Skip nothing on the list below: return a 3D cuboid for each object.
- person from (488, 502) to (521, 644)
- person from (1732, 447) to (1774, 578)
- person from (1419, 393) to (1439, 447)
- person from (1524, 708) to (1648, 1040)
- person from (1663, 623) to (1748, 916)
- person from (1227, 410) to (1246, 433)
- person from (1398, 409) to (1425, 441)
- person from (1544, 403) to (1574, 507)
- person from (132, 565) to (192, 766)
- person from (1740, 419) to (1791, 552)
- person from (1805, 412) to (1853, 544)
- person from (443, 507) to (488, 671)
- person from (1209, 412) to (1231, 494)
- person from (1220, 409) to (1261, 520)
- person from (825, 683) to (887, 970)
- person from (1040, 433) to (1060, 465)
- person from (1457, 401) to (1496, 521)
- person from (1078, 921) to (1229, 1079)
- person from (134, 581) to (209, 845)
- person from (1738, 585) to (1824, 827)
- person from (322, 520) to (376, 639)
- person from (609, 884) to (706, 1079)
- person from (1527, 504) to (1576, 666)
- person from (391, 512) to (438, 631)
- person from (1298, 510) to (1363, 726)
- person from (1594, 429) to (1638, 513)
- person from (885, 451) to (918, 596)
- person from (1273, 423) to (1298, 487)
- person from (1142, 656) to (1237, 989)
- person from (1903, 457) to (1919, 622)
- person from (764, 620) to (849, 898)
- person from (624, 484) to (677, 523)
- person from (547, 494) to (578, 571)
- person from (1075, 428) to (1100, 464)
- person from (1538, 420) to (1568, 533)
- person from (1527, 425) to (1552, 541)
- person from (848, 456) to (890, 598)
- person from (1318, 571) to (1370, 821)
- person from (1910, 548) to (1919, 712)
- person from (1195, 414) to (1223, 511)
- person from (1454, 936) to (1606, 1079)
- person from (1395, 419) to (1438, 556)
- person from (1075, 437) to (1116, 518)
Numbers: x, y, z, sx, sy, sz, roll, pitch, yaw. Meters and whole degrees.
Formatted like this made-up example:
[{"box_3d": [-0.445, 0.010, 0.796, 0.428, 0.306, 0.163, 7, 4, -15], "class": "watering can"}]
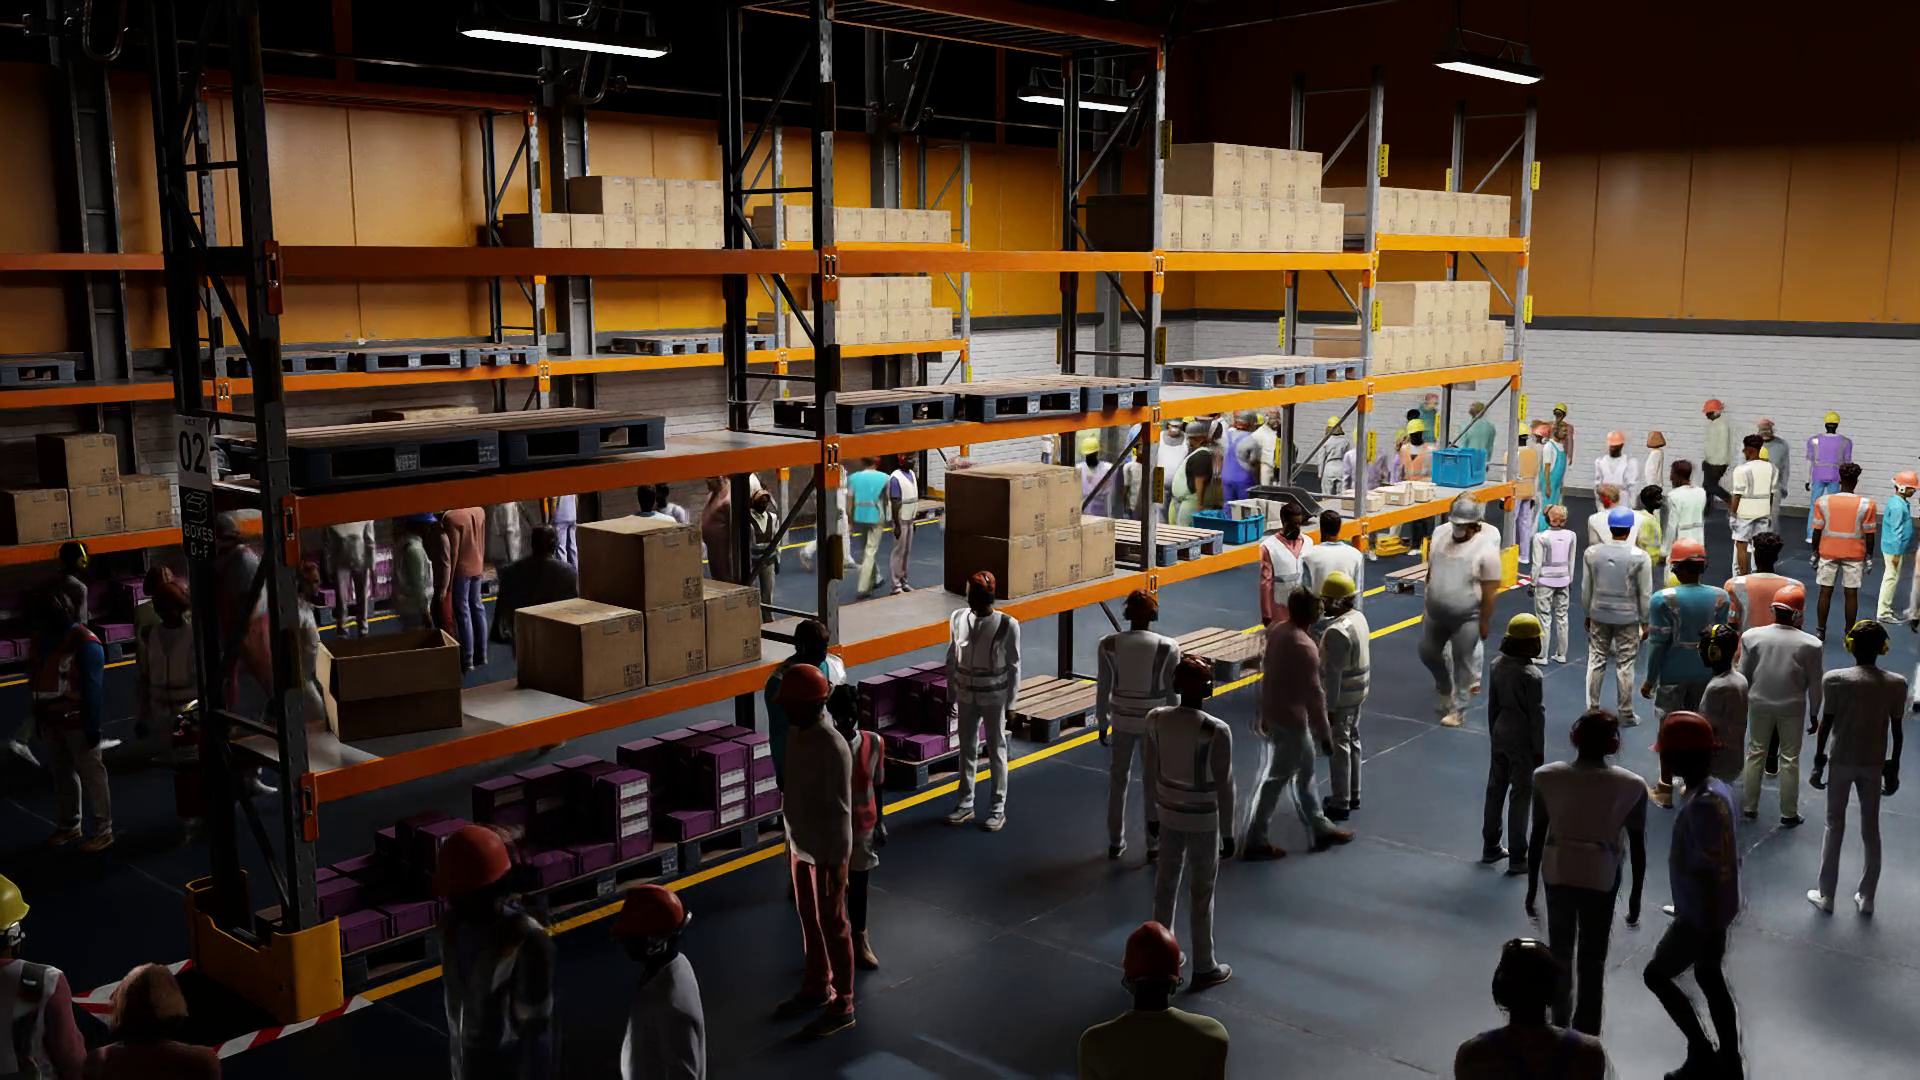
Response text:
[{"box_3d": [-4.829, 0.150, 17.778, 0.479, 1.915, 0.631, -2, 10, -13], "class": "person"}, {"box_3d": [10.047, -0.315, 21.058, 0.322, 1.741, 0.490, -7, 12, -36], "class": "person"}, {"box_3d": [7.918, -1.575, 28.226, 0.703, 1.861, 0.519, -8, 13, -40], "class": "person"}, {"box_3d": [3.187, 1.765, 8.501, 0.571, 1.793, 0.977, 4, 10, 22], "class": "person"}, {"box_3d": [4.649, 1.434, 10.294, 0.351, 1.856, 0.521, 8, 12, 40], "class": "person"}, {"box_3d": [4.164, -1.050, 25.048, 0.364, 1.878, 0.586, 0, 10, 2], "class": "person"}, {"box_3d": [7.375, -1.320, 27.265, 0.541, 1.674, 0.420, -3, 10, -18], "class": "person"}, {"box_3d": [9.832, -1.383, 27.394, 0.531, 1.756, 0.344, 8, 12, 38], "class": "person"}, {"box_3d": [-6.418, 1.010, 13.466, 0.267, 1.632, 0.507, 8, 12, 38], "class": "person"}, {"box_3d": [11.270, -0.759, 23.316, 0.678, 1.877, 0.441, 2, 10, 14], "class": "person"}, {"box_3d": [12.494, -0.888, 23.958, 0.587, 1.918, 0.397, 5, 11, 30], "class": "person"}, {"box_3d": [-4.952, 0.305, 16.592, 0.370, 1.996, 0.622, 3, 10, 16], "class": "person"}, {"box_3d": [4.492, -1.636, 29.054, 0.500, 1.698, 0.875, 1, 10, 4], "class": "person"}, {"box_3d": [3.986, -0.860, 23.420, 0.555, 2.000, 0.700, -7, 12, -36], "class": "person"}, {"box_3d": [-0.663, 1.644, 9.499, 0.543, 1.696, 0.319, -4, 10, -24], "class": "person"}, {"box_3d": [1.507, -1.410, 27.316, 0.386, 1.837, 0.564, -3, 10, -16], "class": "person"}, {"box_3d": [7.925, -1.179, 25.642, 0.632, 1.937, 0.372, -3, 10, -17], "class": "person"}, {"box_3d": [0.672, 2.210, 5.943, 0.563, 1.751, 0.330, -2, 10, -12], "class": "person"}, {"box_3d": [-5.442, 1.206, 11.586, 0.592, 1.867, 0.410, 1, 10, 4], "class": "person"}, {"box_3d": [5.930, 1.190, 12.038, 0.572, 1.749, 0.341, 8, 12, 38], "class": "person"}, {"box_3d": [-6.415, 0.289, 17.502, 0.525, 1.718, 0.613, -4, 10, -25], "class": "person"}, {"box_3d": [-1.137, 2.147, 6.320, 0.341, 1.750, 0.565, -3, 10, -15], "class": "person"}, {"box_3d": [5.962, 0.455, 16.766, 0.523, 1.639, 0.309, -3, 10, -19], "class": "person"}, {"box_3d": [-4.965, 0.588, 15.130, 0.492, 1.922, 0.600, -4, 10, -20], "class": "person"}, {"box_3d": [3.233, 0.687, 14.590, 0.603, 1.906, 0.399, -3, 10, -15], "class": "person"}, {"box_3d": [8.550, -0.504, 21.667, 0.550, 1.916, 0.763, 7, 12, 35], "class": "person"}, {"box_3d": [-0.698, -0.219, 20.172, 0.384, 1.845, 0.565, 3, 10, 19], "class": "person"}, {"box_3d": [4.803, -0.887, 24.633, 0.319, 1.693, 0.532, 9, 13, 43], "class": "person"}, {"box_3d": [1.296, 1.575, 9.346, 0.583, 1.884, 0.350, 8, 12, 40], "class": "person"}, {"box_3d": [10.960, -0.078, 18.801, 0.418, 2.036, 0.632, 2, 10, 12], "class": "person"}, {"box_3d": [-0.941, 1.397, 10.594, 0.429, 1.831, 0.630, 9, 13, 41], "class": "person"}, {"box_3d": [-3.042, 0.392, 16.310, 0.597, 1.916, 0.370, -2, 10, -14], "class": "person"}, {"box_3d": [-4.824, -0.214, 20.145, 0.345, 1.846, 0.508, 5, 11, 26], "class": "person"}, {"box_3d": [2.031, -1.343, 27.144, 0.525, 1.760, 0.340, 2, 10, 13], "class": "person"}, {"box_3d": [8.392, -0.778, 23.538, 0.342, 1.839, 0.502, 8, 12, 39], "class": "person"}, {"box_3d": [8.377, -0.802, 24.051, 0.372, 1.735, 0.577, -9, 13, -44], "class": "person"}, {"box_3d": [-1.073, -0.216, 20.317, 0.575, 1.795, 0.960, 5, 11, 26], "class": "person"}, {"box_3d": [2.782, 1.132, 12.190, 0.404, 1.823, 0.590, 5, 11, 28], "class": "person"}, {"box_3d": [8.779, 0.657, 14.745, 0.402, 1.912, 0.603, -8, 12, -39], "class": "person"}, {"box_3d": [3.731, -1.200, 25.490, 0.613, 2.032, 0.411, 5, 11, 26], "class": "person"}, {"box_3d": [1.901, 2.226, 5.643, 0.513, 1.826, 0.499, 1, 10, 4], "class": "person"}, {"box_3d": [6.286, -0.718, 22.953, 0.441, 1.907, 0.601, -8, 13, -41], "class": "person"}, {"box_3d": [1.689, -0.368, 20.877, 0.601, 1.908, 0.647, 4, 10, 23], "class": "person"}]
